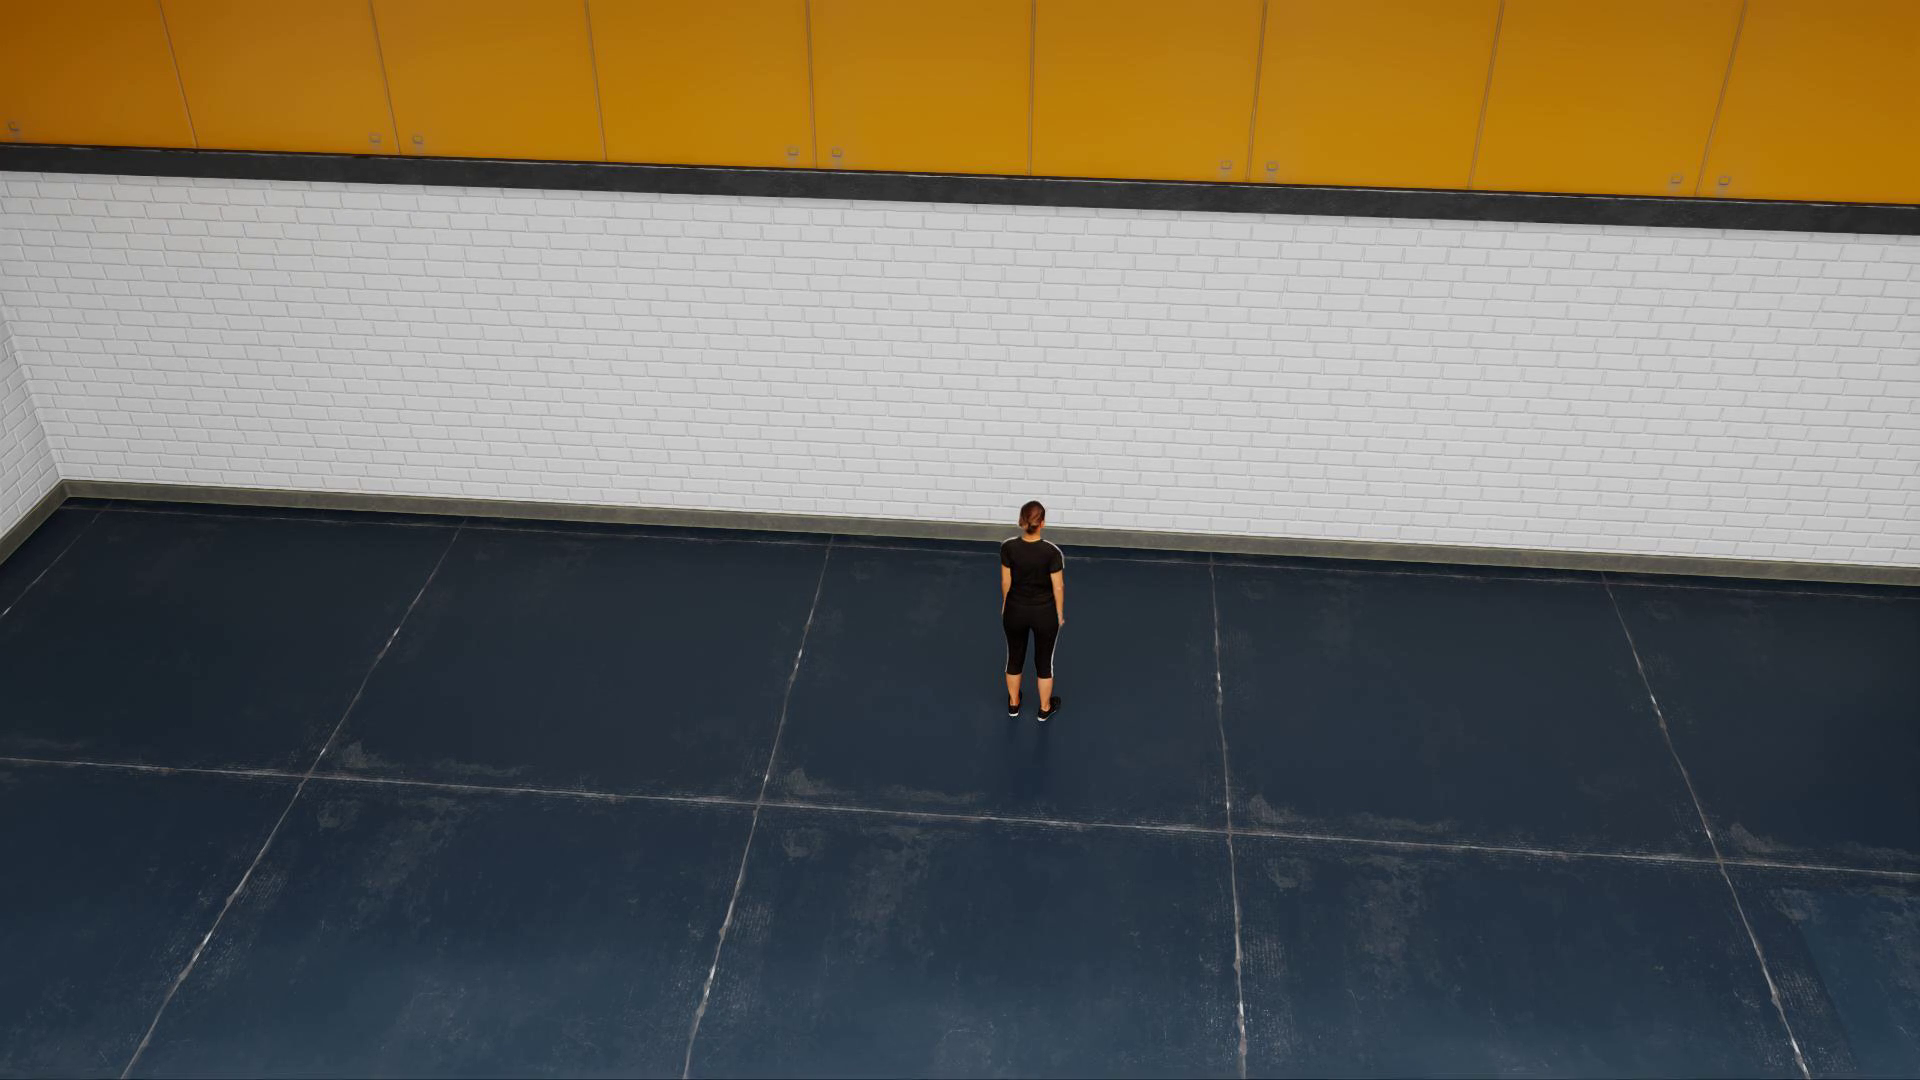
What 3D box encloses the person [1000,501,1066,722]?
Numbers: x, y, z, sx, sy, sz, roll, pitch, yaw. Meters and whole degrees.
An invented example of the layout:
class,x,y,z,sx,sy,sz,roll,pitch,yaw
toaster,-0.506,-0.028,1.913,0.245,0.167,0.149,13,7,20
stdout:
class,x,y,z,sx,sy,sz,roll,pitch,yaw
person,0.472,0.471,11.011,0.626,1.669,0.576,10,35,15
